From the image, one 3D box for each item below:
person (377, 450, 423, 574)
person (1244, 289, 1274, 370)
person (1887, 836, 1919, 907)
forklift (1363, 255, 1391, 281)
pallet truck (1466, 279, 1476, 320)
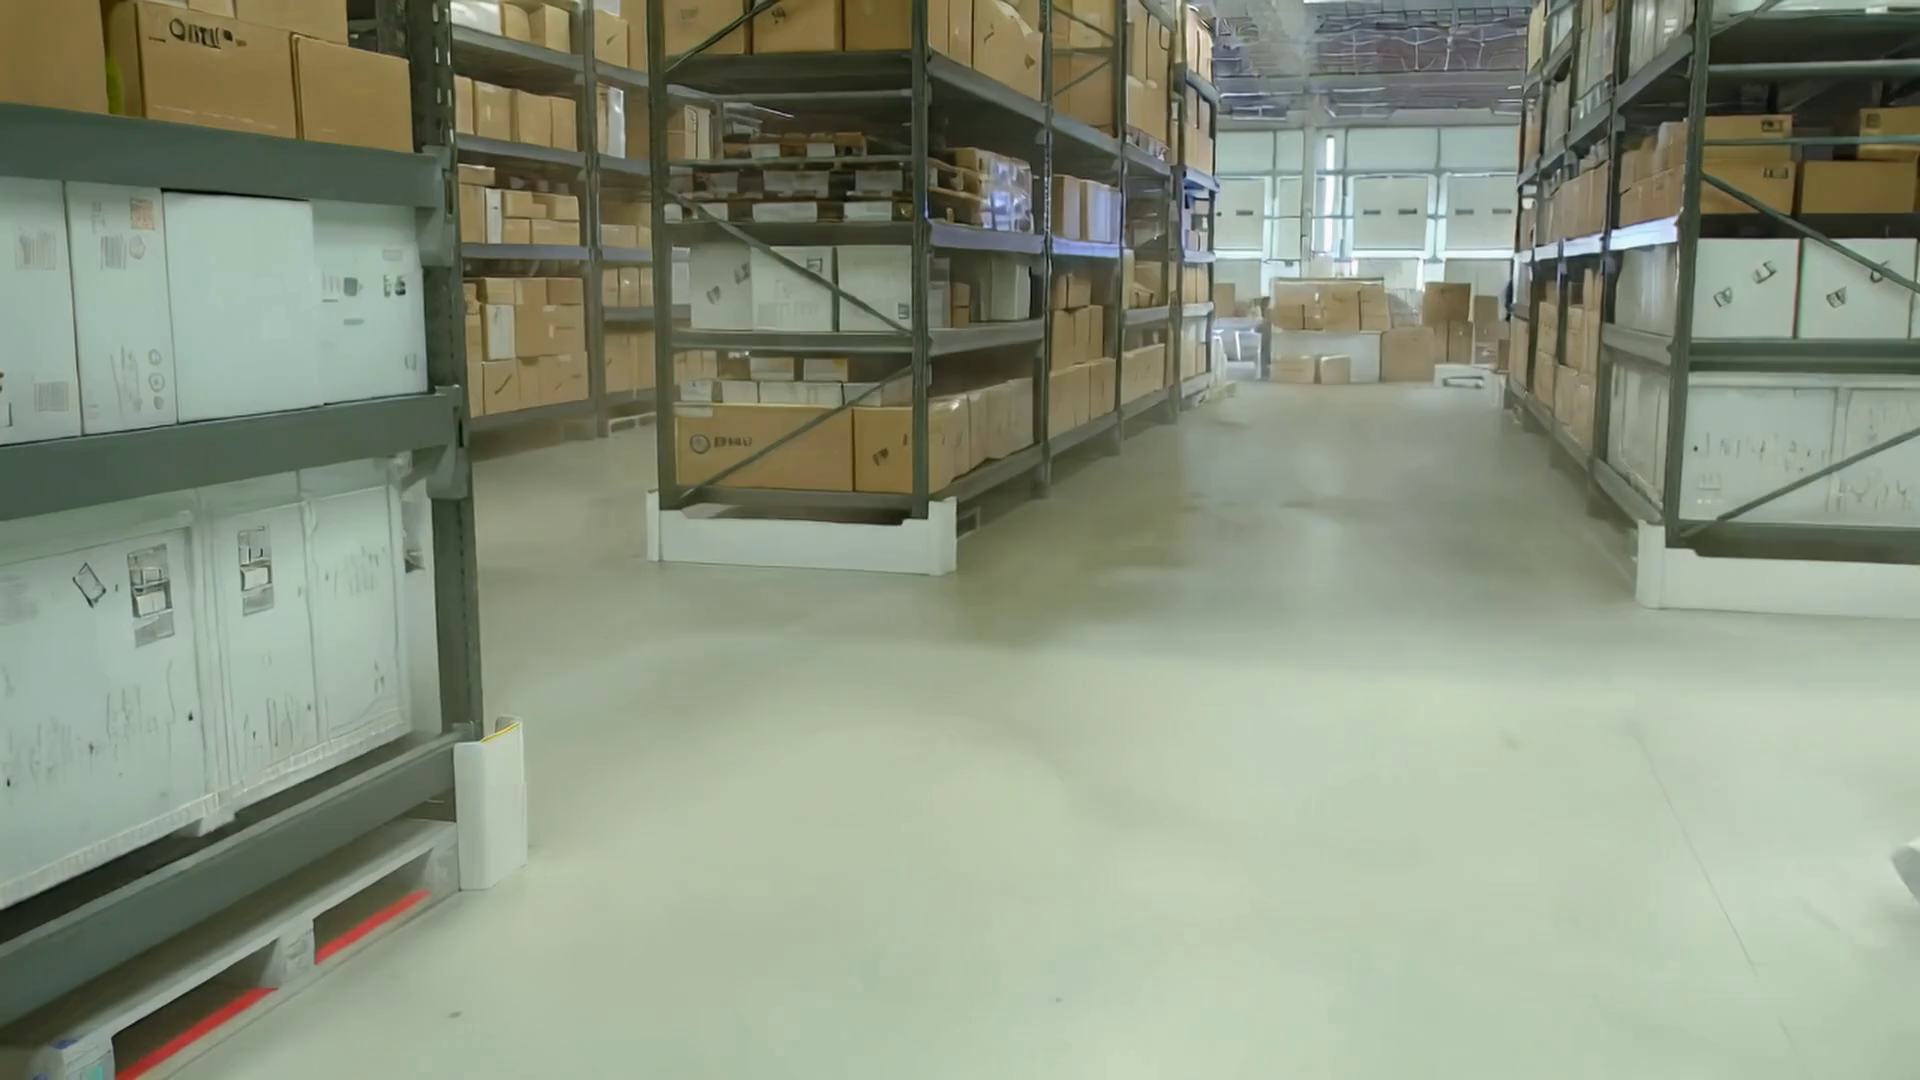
[{"bbox_3d":[-3.949,-0.701,11.358,0.636,1.899,0.401,8,12,42],"label":"person"},{"bbox_3d":[6.493,-4.602,36.492,0.970,1.781,0.630,-1,9,-6],"label":"person"},{"bbox_3d":[3.324,0.354,4.920,0.864,1.817,0.579,2,9,15],"label":"person"},{"bbox_3d":[14.254,-8.372,56.961,1.129,2.768,1.873,-1,9,-5],"label":"forklift"},{"bbox_3d":[18.896,-8.459,60.307,1.885,1.965,0.823,5,10,31],"label":"pallet truck"}]
